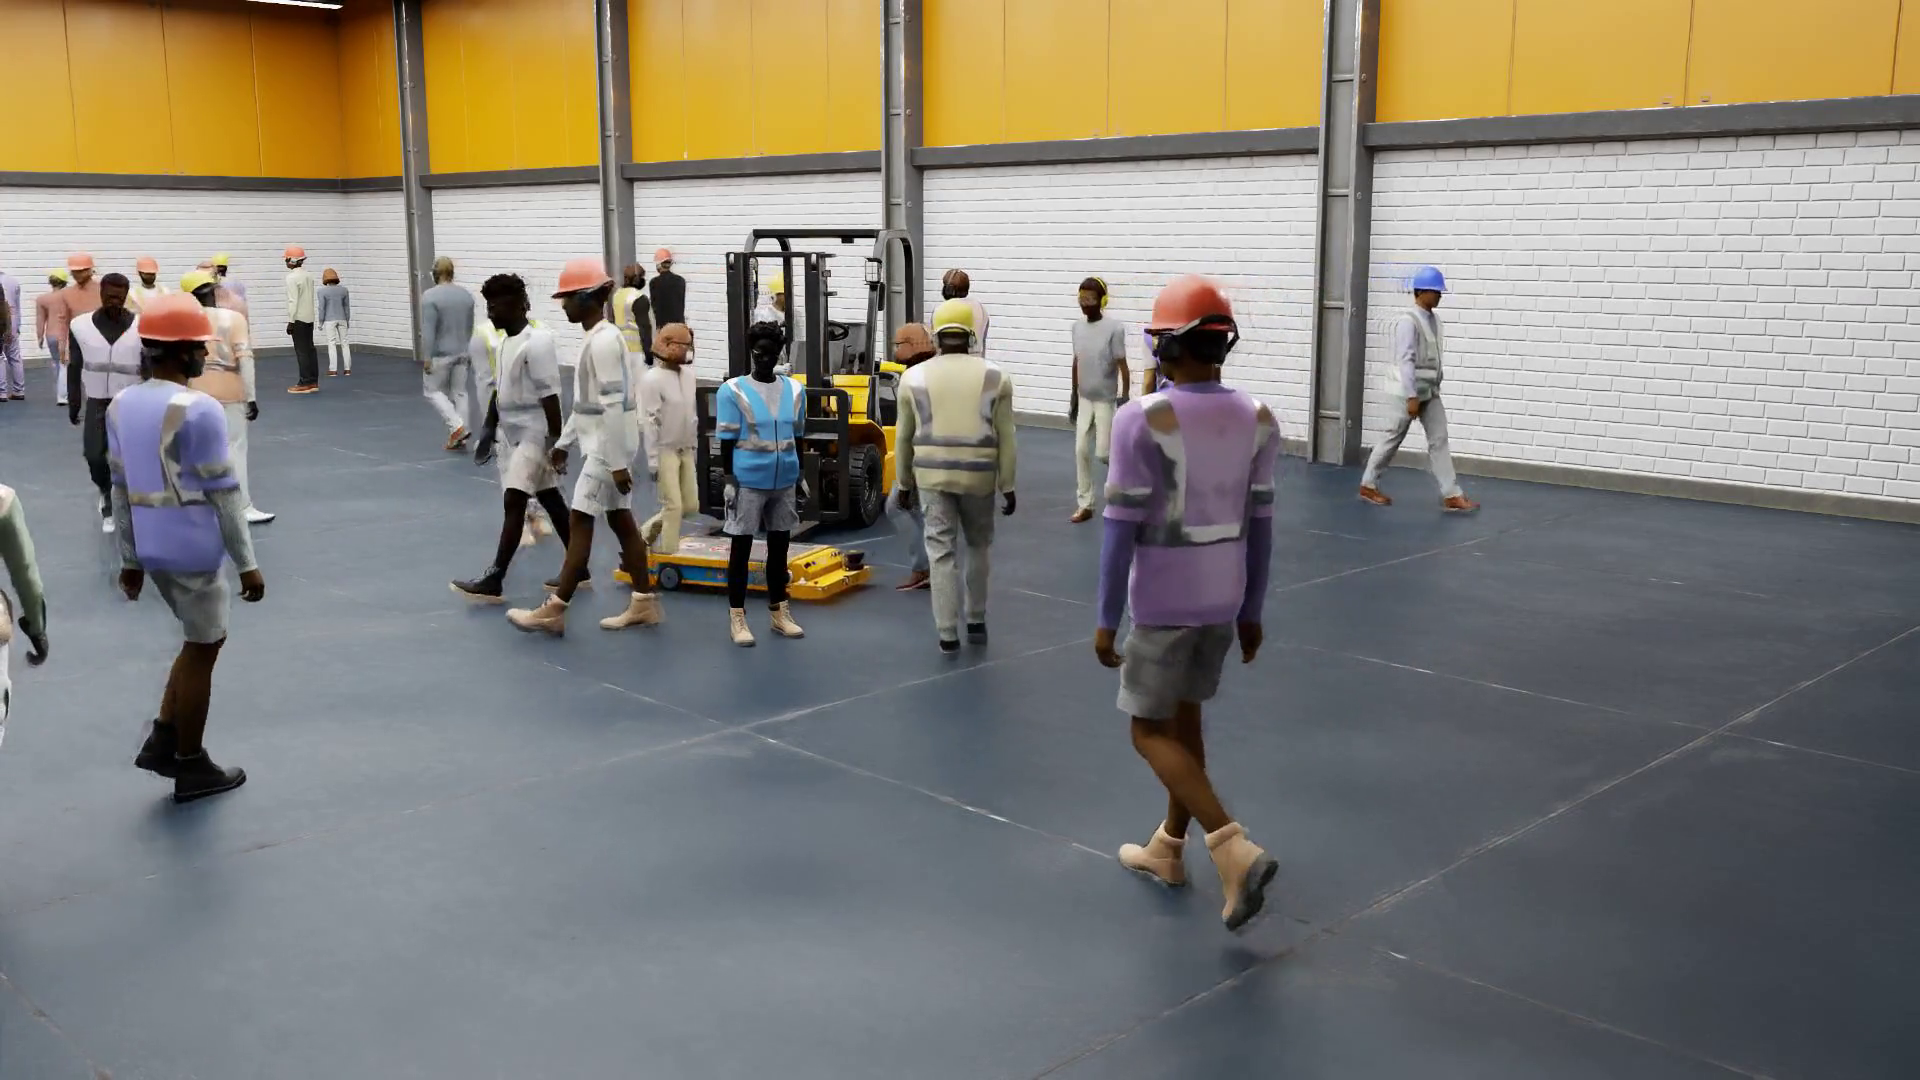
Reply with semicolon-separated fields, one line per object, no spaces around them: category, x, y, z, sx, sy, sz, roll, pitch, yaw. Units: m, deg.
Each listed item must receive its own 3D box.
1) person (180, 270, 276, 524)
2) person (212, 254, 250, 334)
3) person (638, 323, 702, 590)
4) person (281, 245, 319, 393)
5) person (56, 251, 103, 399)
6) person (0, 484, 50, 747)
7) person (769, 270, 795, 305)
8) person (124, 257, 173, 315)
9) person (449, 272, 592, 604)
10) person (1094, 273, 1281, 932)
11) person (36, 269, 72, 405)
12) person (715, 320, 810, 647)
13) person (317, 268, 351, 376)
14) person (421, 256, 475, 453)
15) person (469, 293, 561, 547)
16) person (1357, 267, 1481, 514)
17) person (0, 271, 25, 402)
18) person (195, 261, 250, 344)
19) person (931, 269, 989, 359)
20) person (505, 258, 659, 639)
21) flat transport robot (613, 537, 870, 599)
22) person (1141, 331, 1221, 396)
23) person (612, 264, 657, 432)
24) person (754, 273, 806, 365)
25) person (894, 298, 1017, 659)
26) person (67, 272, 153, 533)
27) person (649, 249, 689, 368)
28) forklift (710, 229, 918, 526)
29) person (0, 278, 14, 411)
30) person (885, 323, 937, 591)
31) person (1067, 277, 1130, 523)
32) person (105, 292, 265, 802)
person;-5.459;-1.057;12.366;0.762;1.875;0.425;2;11;9
person;-10.116;-2.995;22.914;0.605;1.887;0.980;-5;11;-25
person;-1.800;-0.511;10.117;0.552;1.622;0.513;5;12;27
person;-8.963;-2.995;22.593;0.373;1.997;0.615;1;10;4
person;-9.046;-2.022;17.375;0.699;1.966;0.551;-1;10;-7
person;-3.324;0.339;5.506;0.536;1.590;0.862;-4;11;-22
person;-1.995;-2.194;18.940;0.345;1.741;0.496;-1;10;-7
person;-9.400;-2.341;19.343;0.566;1.885;0.987;-6;12;-32
person;-2.611;-0.595;9.739;0.982;1.904;0.621;-6;12;-31
person;0.750;0.197;5.140;0.614;2.024;0.815;-6;12;-30
person;-11.389;-2.578;21.099;0.530;1.707;0.947;-2;11;-12
person;-1.027;-0.300;8.720;0.530;1.696;0.321;-7;13;-35
person;-9.522;-3.312;25.312;0.279;1.633;0.499;10;14;43
person;-5.009;-1.803;16.276;0.440;1.926;0.654;6;12;30
person;-3.013;-0.848;11.399;0.635;1.821;0.448;-8;13;-37
person;3.544;-1.160;12.887;1.021;1.895;0.632;10;14;44
person;-12.363;-2.719;21.358;0.404;1.902;0.636;3;11;18
person;-7.060;-1.671;15.686;0.685;1.873;0.840;-2;11;-10
person;-0.038;-1.385;14.232;0.429;1.846;0.627;9;14;41
person;-2.038;-0.473;8.843;0.911;2.007;0.616;-2;11;-10
flat transport robot;-1.333;0.151;10.151;1.431;0.197;0.652;4;11;22
person;1.484;-0.830;11.199;0.564;1.846;0.389;-2;11;-12
person;-3.552;-2.072;18.028;0.561;1.826;0.633;-7;13;-34
person;-1.673;-1.551;15.263;0.794;1.801;0.583;7;12;32
person;-0.023;-0.330;8.558;0.627;1.807;0.705;0;10;0
person;-6.105;-1.001;12.061;0.629;1.871;0.657;-4;11;-19
person;-3.892;-2.833;21.840;0.621;1.945;1.002;-10;14;-43
forklift;-1.050;-1.319;12.920;1.214;2.155;2.313;2;11;13
person;-11.749;-2.554;20.073;0.573;2.000;0.698;5;11;25
person;-0.249;-0.486;9.942;0.431;1.611;0.523;2;11;11
person;1.078;-1.049;12.429;0.580;1.839;0.633;10;14;42
person;-2.881;0.036;6.263;0.555;1.918;0.407;7;12;32
